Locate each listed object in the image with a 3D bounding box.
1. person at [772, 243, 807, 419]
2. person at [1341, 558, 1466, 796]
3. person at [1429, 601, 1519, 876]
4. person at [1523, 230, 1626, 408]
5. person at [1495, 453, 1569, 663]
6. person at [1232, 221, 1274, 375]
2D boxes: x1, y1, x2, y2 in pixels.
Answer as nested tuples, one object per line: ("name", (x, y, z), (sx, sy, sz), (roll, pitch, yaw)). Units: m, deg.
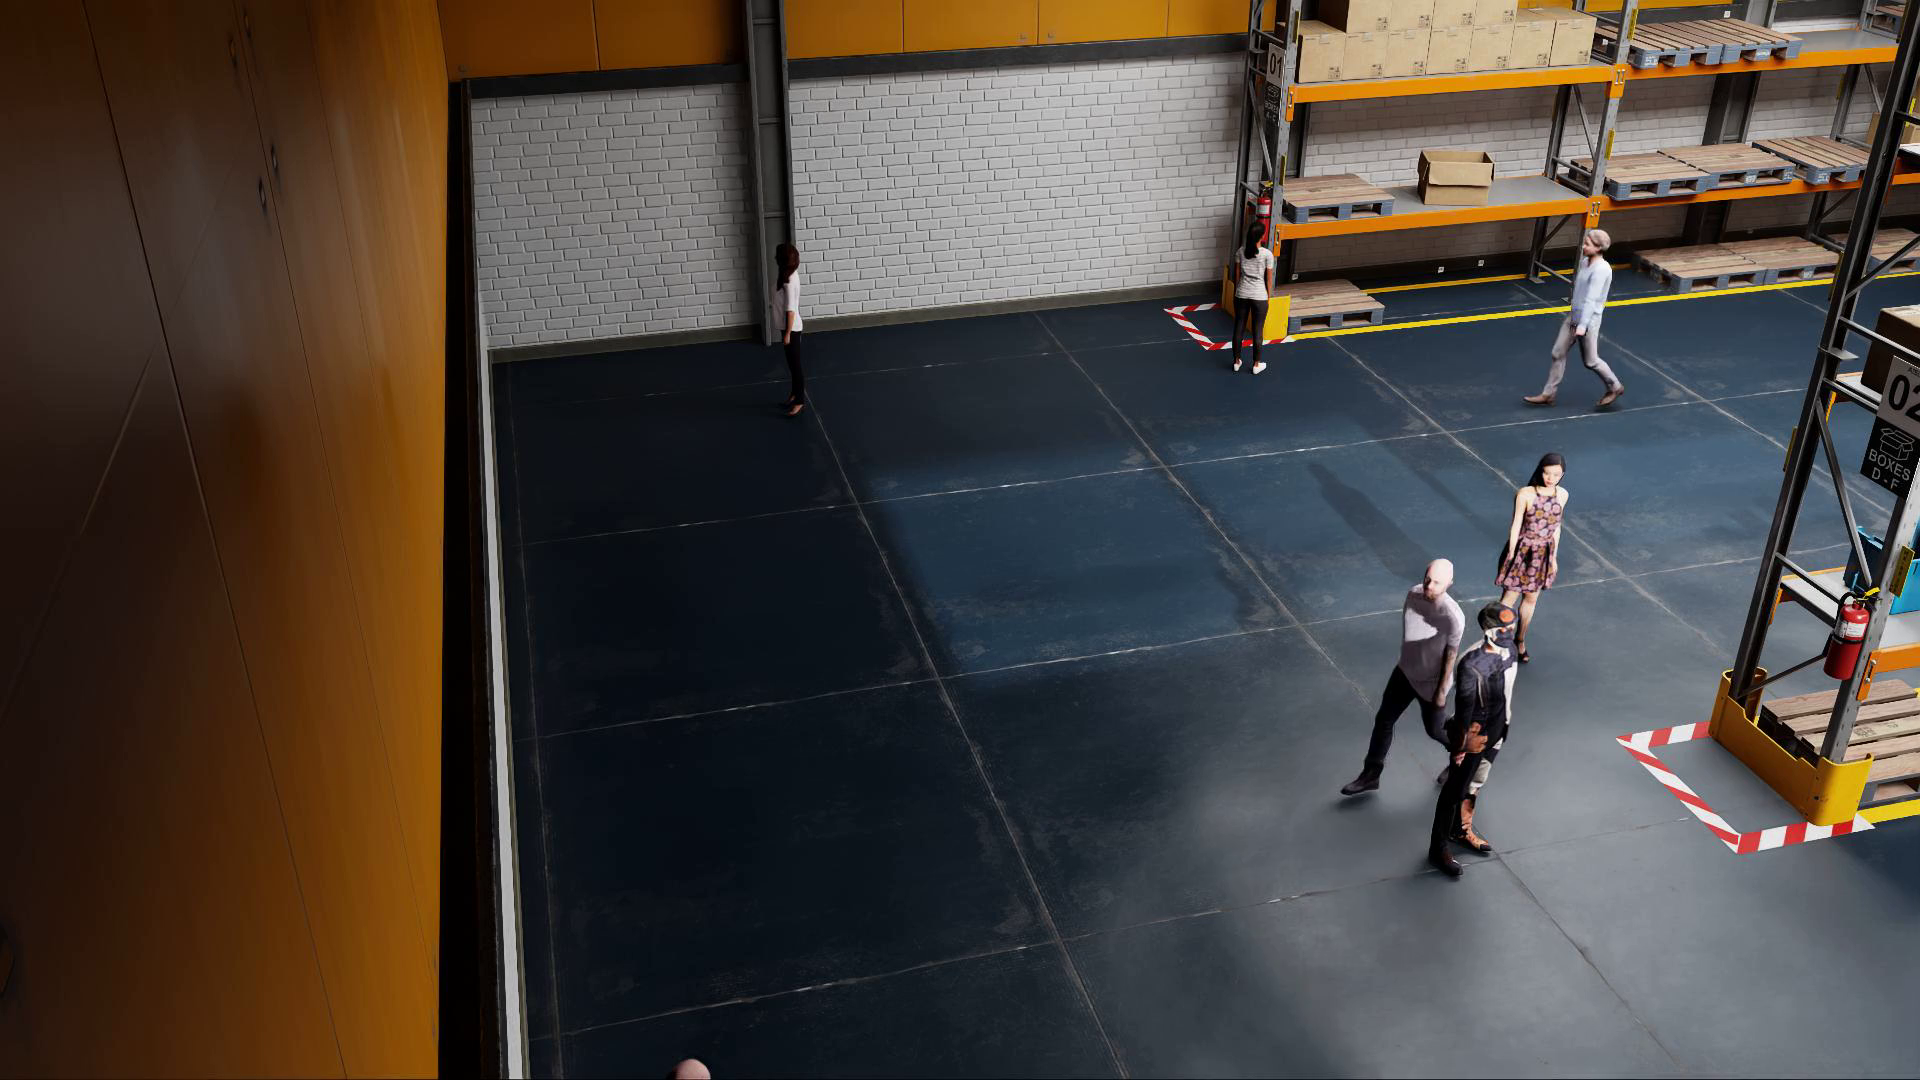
("person", (-1.682, -2.099, 16.588), (0.530, 1.795, 0.617), (-5, 29, -9))
("person", (3.165, 0.917, 11.052), (1.257, 1.801, 0.793), (-12, 31, -21))
("person", (3.243, 1.208, 10.424), (0.700, 1.891, 0.842), (-23, 36, -36))
("person", (6.339, -2.166, 16.640), (1.265, 1.861, 0.831), (-2, 29, -3))
("person", (4.282, 0.143, 12.498), (0.615, 1.775, 0.731), (-5, 29, -9))
("person", (3.089, -2.578, 17.620), (0.634, 1.646, 0.703), (14, 31, 23))
